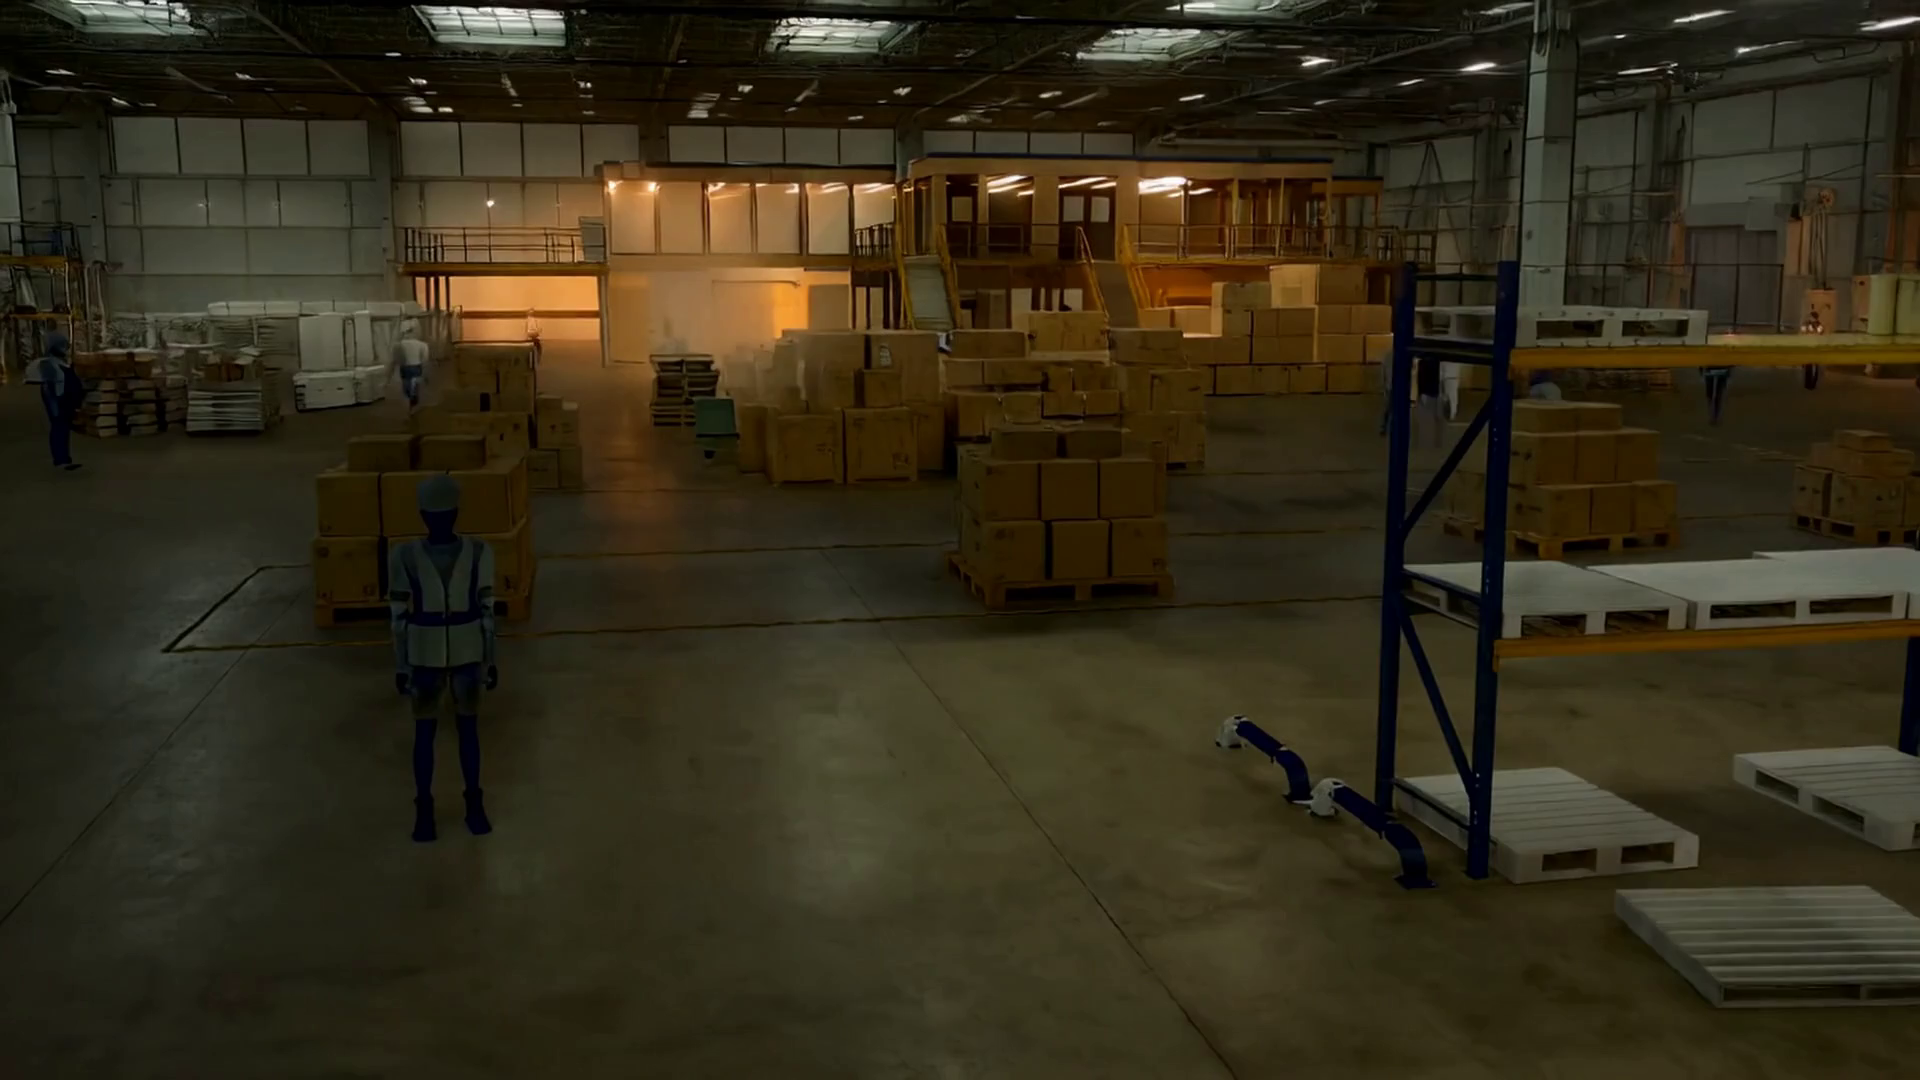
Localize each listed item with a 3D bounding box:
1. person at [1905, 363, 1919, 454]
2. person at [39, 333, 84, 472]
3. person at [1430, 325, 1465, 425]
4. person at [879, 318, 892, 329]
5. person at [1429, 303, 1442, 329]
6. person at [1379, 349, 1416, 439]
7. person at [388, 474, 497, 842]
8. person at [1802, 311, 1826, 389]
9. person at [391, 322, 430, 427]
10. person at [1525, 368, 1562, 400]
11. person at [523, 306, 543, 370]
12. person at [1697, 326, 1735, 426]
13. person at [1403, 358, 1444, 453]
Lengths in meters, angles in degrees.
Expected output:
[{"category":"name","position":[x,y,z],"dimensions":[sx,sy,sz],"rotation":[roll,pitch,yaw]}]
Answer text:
[{"category":"person","position":[13.778,-1.792,23.687],"dimensions":[0.593,1.839,1.022],"rotation":[-6,11,-34]},{"category":"person","position":[-13.225,-2.028,24.537],"dimensions":[0.539,2.000,0.689],"rotation":[-2,10,-14]},{"category":"person","position":[9.314,-3.146,31.767],"dimensions":[0.634,1.913,0.807],"rotation":[-1,9,-5]},{"category":"person","position":[-1.738,-4.298,39.059],"dimensions":[0.625,1.821,0.468],"rotation":[2,10,12]},{"category":"person","position":[14.143,-6.103,49.720],"dimensions":[0.615,1.943,1.022],"rotation":[-9,13,-43]},{"category":"person","position":[7.514,-2.631,28.626],"dimensions":[0.625,1.902,0.535],"rotation":[-1,9,-7]},{"category":"person","position":[-2.704,0.613,8.757],"dimensions":[0.542,1.938,0.358],"rotation":[-4,10,-24]},{"category":"person","position":[21.112,-4.695,41.188],"dimensions":[0.571,1.905,0.824],"rotation":[4,10,24]},{"category":"person","position":[-10.261,-3.058,30.985],"dimensions":[0.635,1.982,1.067],"rotation":[-8,12,-41]},{"category":"person","position":[7.344,-1.314,20.990],"dimensions":[0.614,1.797,0.986],"rotation":[-6,11,-31]},{"category":"person","position":[-12.428,-5.883,48.569],"dimensions":[0.603,1.859,0.782],"rotation":[0,9,0]},{"category":"person","position":[14.404,-3.134,31.721],"dimensions":[0.640,1.896,1.022],"rotation":[6,11,33]},{"category":"person","position":[7.497,-2.403,27.083],"dimensions":[0.956,1.948,0.653],"rotation":[7,12,37]}]
